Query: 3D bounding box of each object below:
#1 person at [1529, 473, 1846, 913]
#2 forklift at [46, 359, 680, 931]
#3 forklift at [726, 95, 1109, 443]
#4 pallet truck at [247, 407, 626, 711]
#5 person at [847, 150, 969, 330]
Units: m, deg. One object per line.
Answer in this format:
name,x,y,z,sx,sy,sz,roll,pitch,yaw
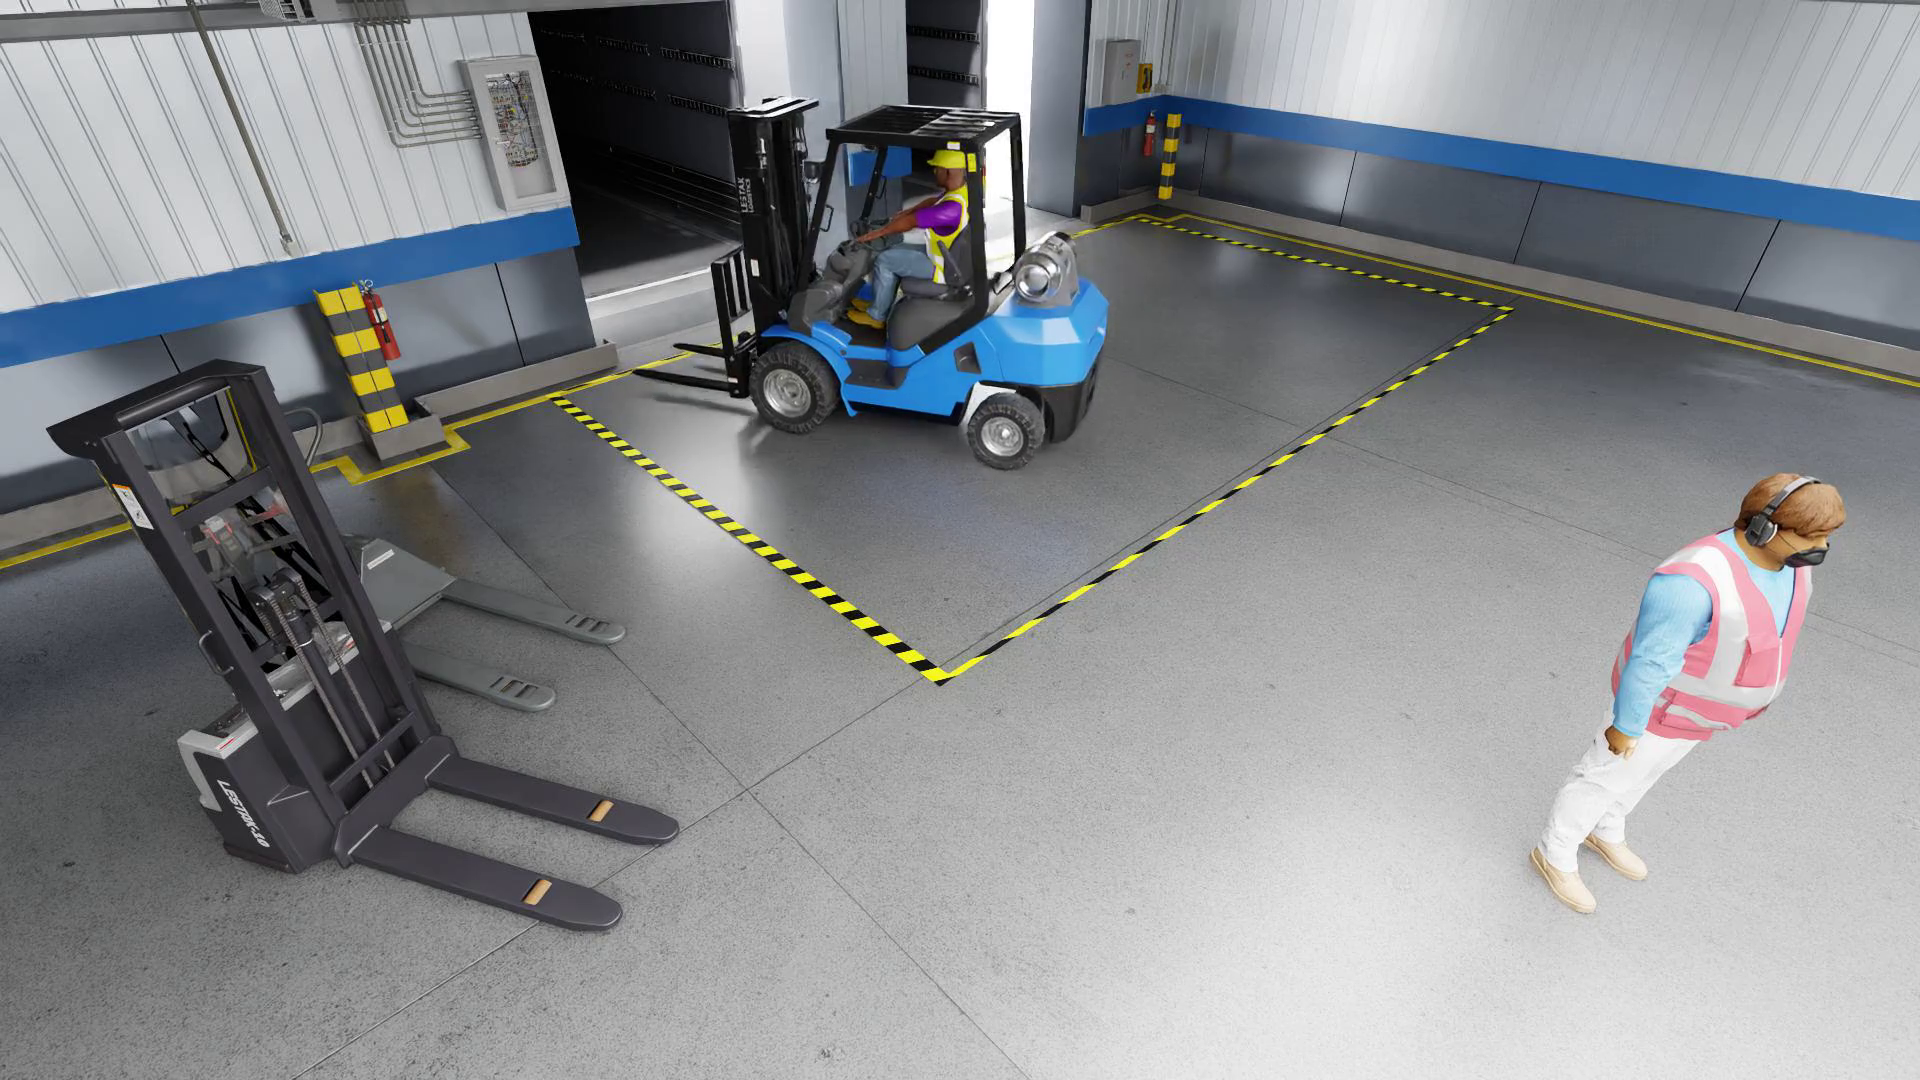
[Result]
person,2.552,0.580,3.258,0.624,1.843,0.429,-15,37,-20
forklift,-2.135,0.422,3.354,1.885,1.965,0.823,10,35,14
forklift,-0.311,-1.958,6.537,2.680,2.036,1.157,11,36,15
pallet truck,-2.628,0.038,4.590,1.601,1.201,0.680,12,36,18
person,-0.366,-2.128,6.454,1.002,1.294,0.635,11,36,15
